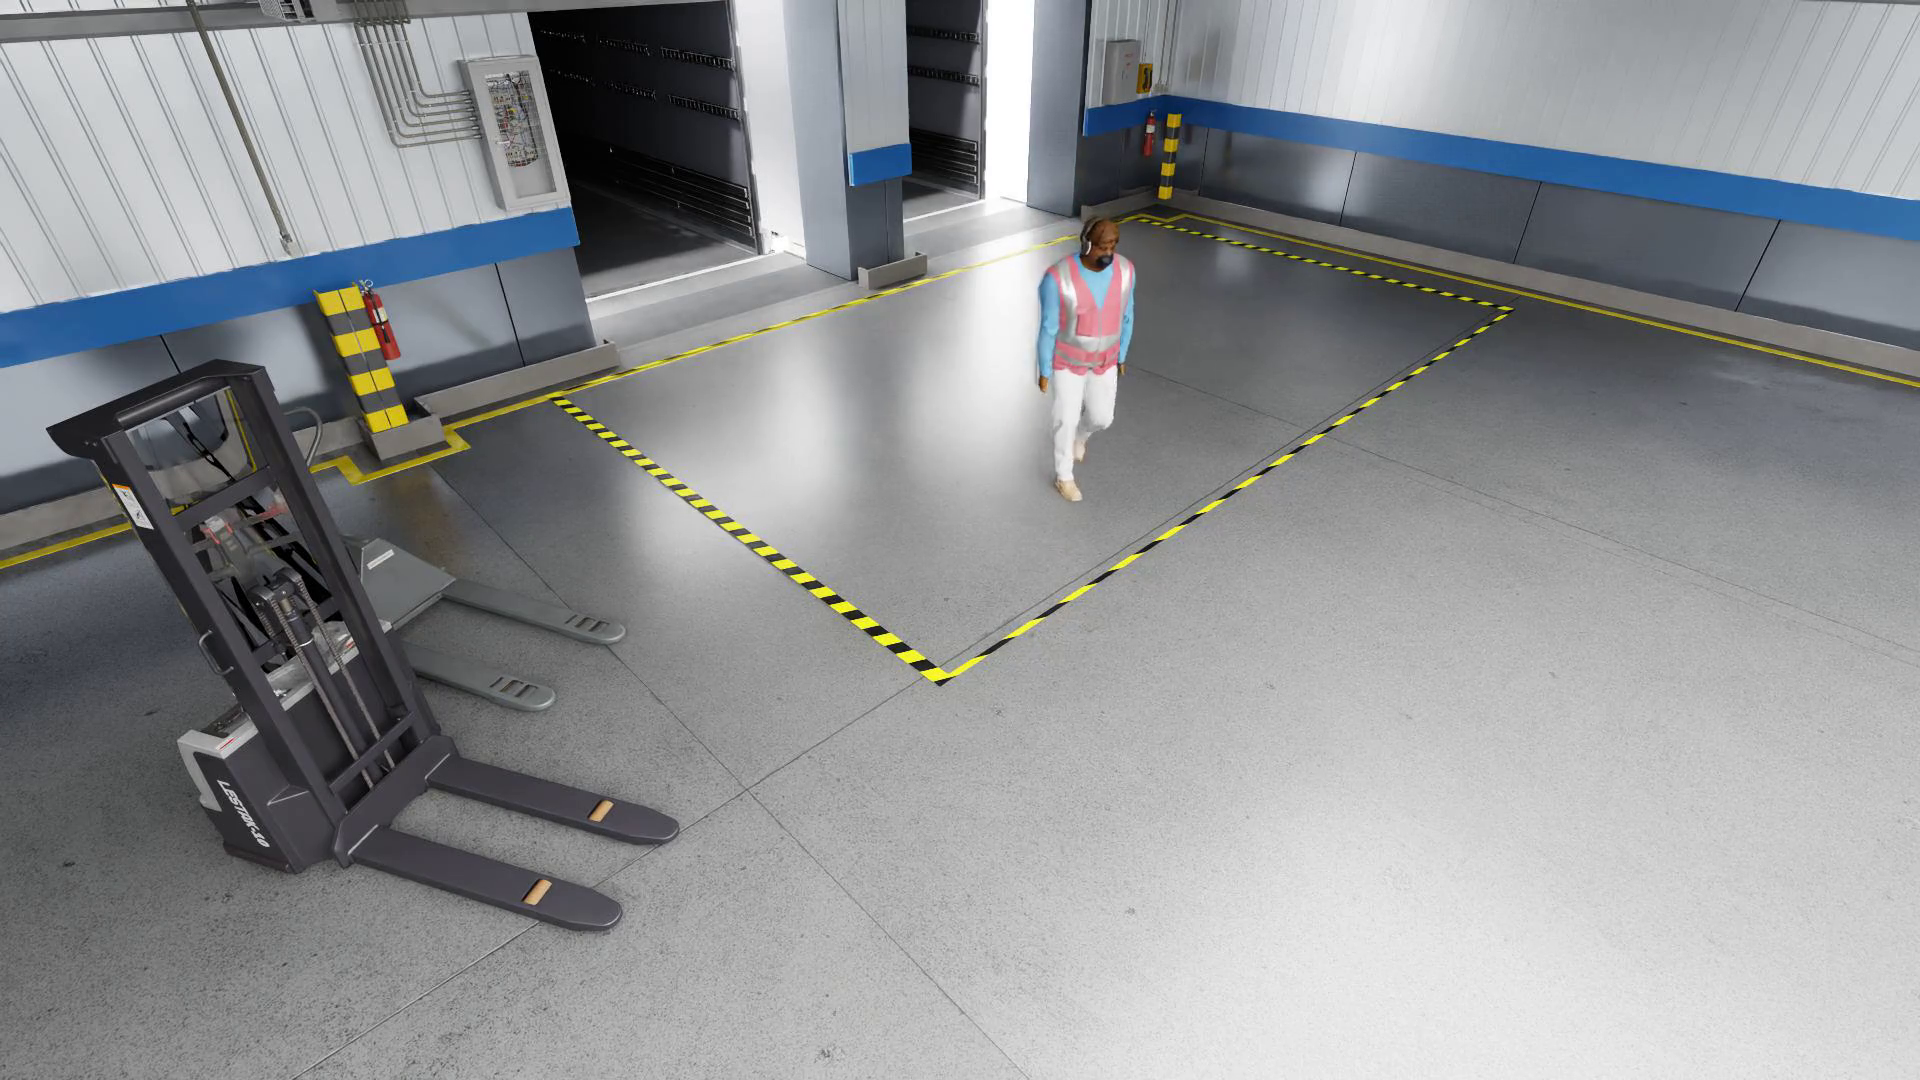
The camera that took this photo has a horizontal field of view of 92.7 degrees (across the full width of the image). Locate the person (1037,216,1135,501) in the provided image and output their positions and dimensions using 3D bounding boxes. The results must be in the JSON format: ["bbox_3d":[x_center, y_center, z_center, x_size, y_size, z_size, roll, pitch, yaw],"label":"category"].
[{"bbox_3d":[0.766,-1.164,5.845,0.656,1.818,0.619,-9,35,-12],"label":"person"}]

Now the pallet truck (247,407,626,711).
[{"bbox_3d":[-2.628,0.038,4.590,1.601,1.201,0.680,12,36,18],"label":"pallet truck"}]

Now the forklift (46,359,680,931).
[{"bbox_3d":[-2.135,0.422,3.354,1.885,1.965,0.823,10,35,14],"label":"forklift"}]
